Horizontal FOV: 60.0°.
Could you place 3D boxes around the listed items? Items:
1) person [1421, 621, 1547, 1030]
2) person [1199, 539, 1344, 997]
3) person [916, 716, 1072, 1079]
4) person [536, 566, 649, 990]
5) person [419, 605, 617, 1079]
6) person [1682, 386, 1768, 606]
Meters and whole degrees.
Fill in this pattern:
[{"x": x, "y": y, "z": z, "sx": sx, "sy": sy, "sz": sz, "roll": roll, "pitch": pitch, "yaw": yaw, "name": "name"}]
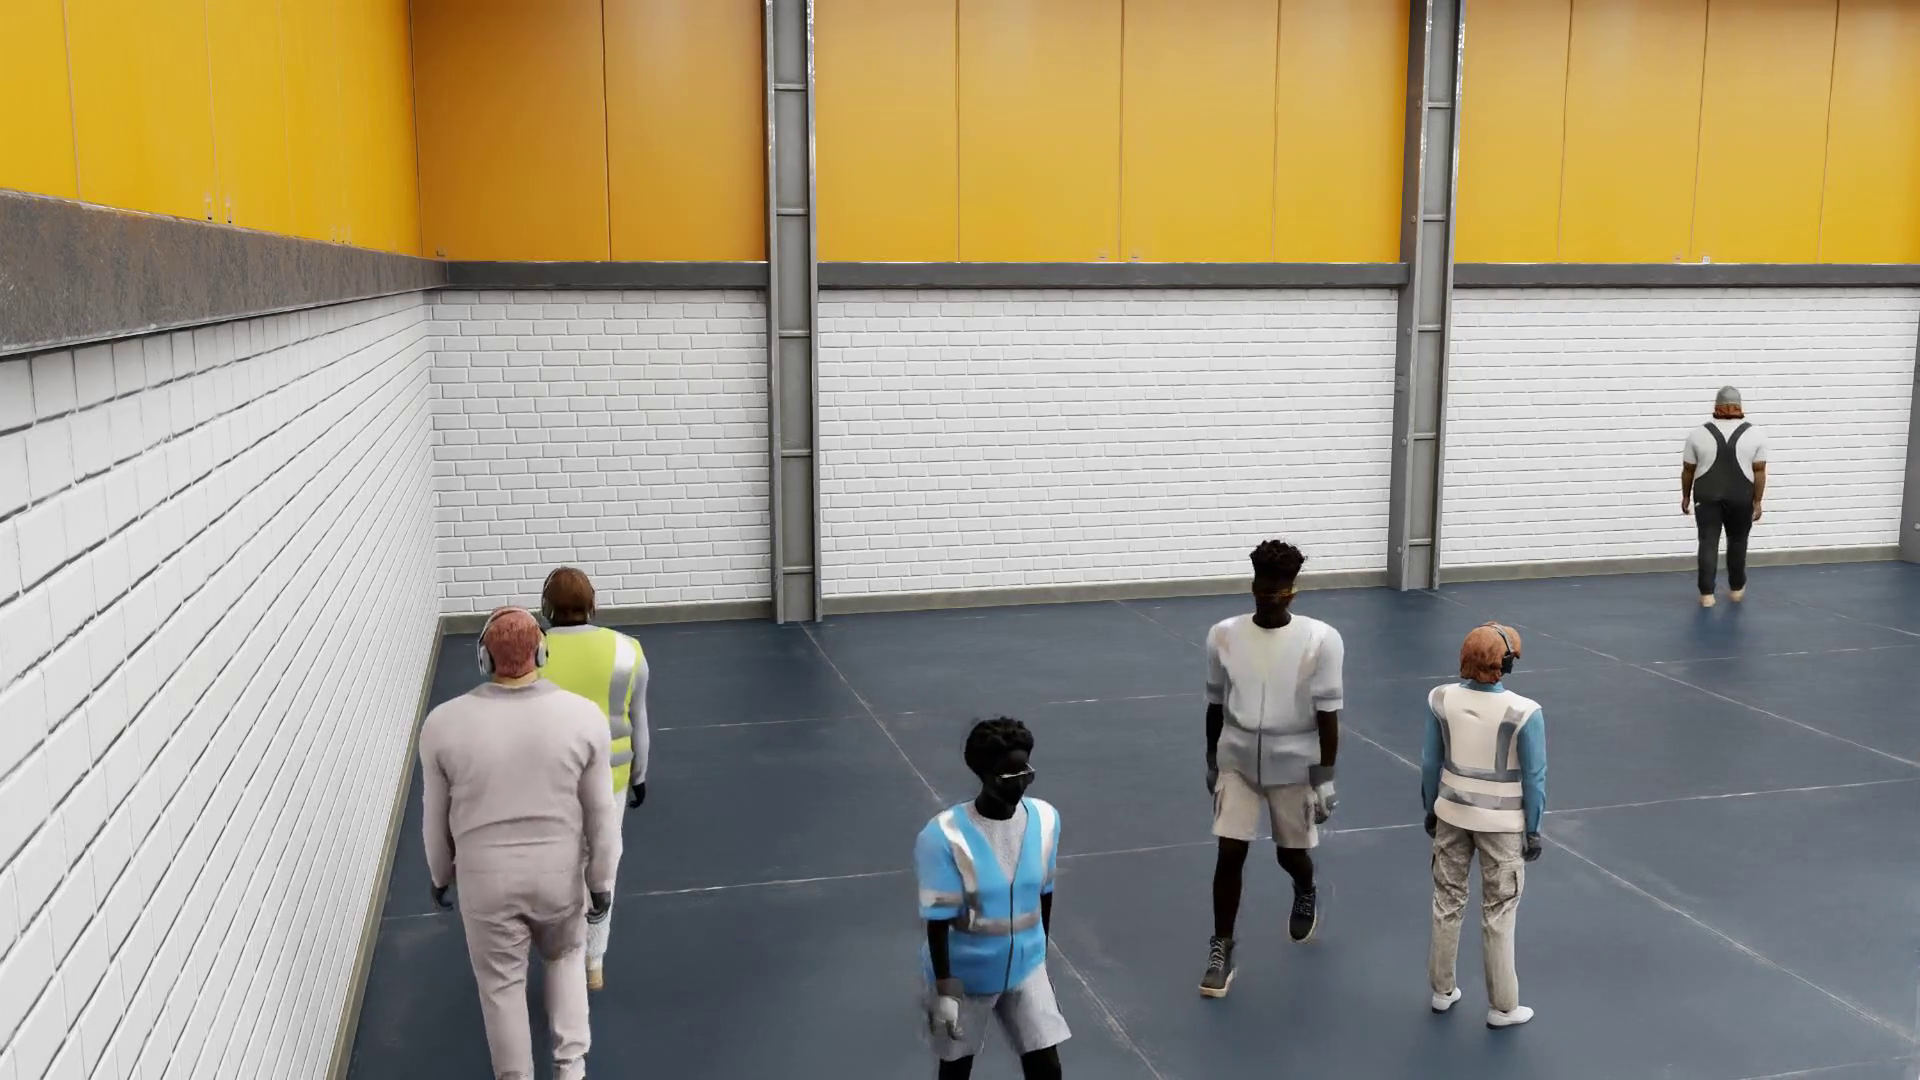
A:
[{"x": 2.103, "y": 1.145, "z": 6.719, "sx": 0.514, "sy": 1.642, "sz": 0.314, "roll": 9, "pitch": 13, "yaw": 43, "name": "person"}, {"x": 1.344, "y": 0.930, "z": 7.116, "sx": 0.620, "sy": 1.945, "sz": 0.770, "roll": 4, "pitch": 10, "yaw": 23, "name": "person"}, {"x": 0.128, "y": 1.380, "z": 5.173, "sx": 0.532, "sy": 1.671, "sz": 0.705, "roll": -5, "pitch": 10, "yaw": -27, "name": "person"}, {"x": -1.605, "y": 1.013, "z": 6.955, "sx": 0.636, "sy": 1.827, "sz": 0.446, "roll": -3, "pitch": 10, "yaw": -19, "name": "person"}, {"x": -1.543, "y": 1.162, "z": 5.849, "sx": 0.646, "sy": 1.889, "sz": 0.454, "roll": -3, "pitch": 10, "yaw": -18, "name": "person"}, {"x": 7.017, "y": -0.429, "z": 15.299, "sx": 0.702, "sy": 2.000, "sz": 0.832, "roll": 5, "pitch": 10, "yaw": 26, "name": "person"}]
